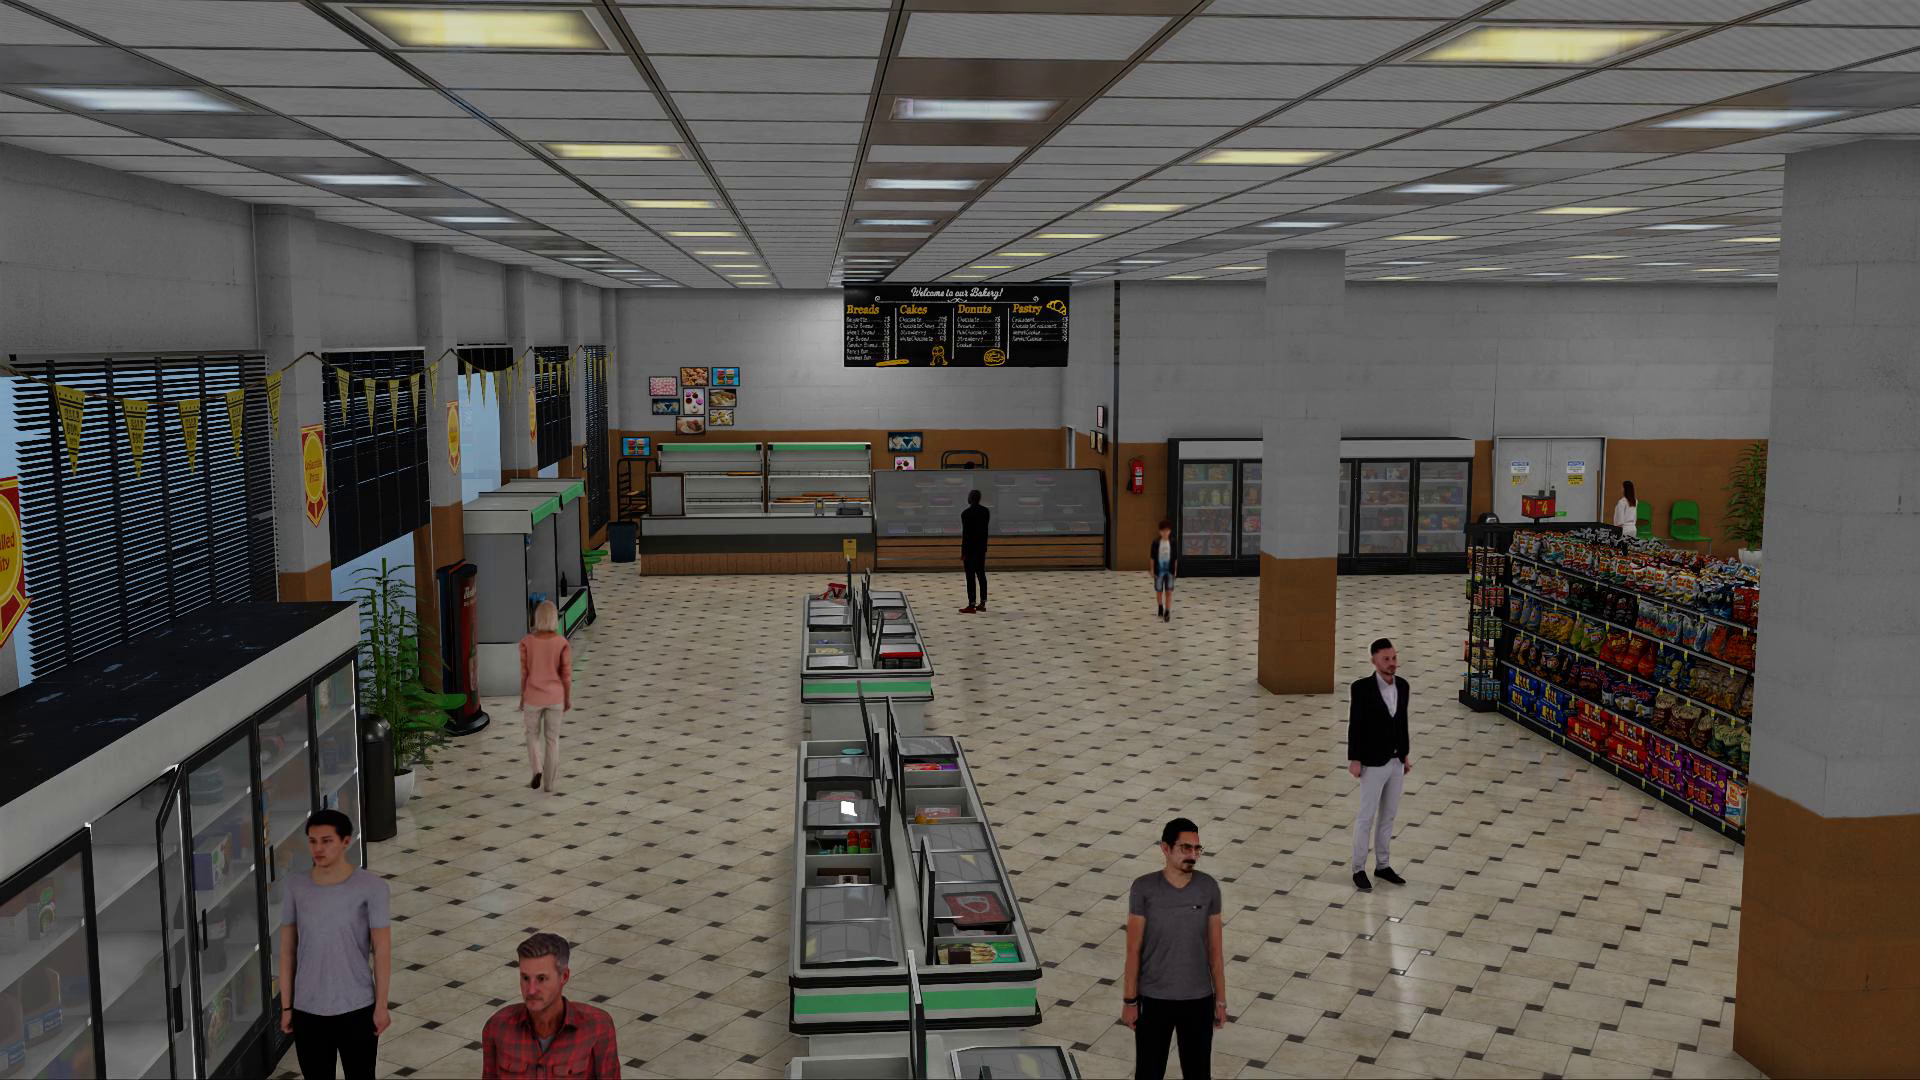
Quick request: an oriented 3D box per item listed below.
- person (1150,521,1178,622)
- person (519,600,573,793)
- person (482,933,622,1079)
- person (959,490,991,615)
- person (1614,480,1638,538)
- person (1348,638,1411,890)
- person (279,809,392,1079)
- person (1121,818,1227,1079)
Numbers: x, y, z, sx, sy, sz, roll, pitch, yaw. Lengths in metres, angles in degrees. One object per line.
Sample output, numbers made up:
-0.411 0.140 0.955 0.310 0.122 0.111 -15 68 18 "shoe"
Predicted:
2.912 0.448 23.759 0.631 1.410 1.032 0 7 3 "person"
-3.663 1.397 14.628 0.647 1.717 0.743 -1 7 -10 "person"
-1.530 2.353 6.245 0.703 1.830 0.554 0 7 -1 "person"
0.222 0.160 24.438 0.834 1.818 0.784 6 9 42 "person"
11.017 -0.146 27.516 0.686 1.688 0.692 -5 8 -35 "person"
3.093 1.623 12.236 0.713 1.843 0.646 -3 7 -22 "person"
-2.886 2.159 7.713 0.672 1.863 0.562 0 7 -1 "person"
1.028 2.185 7.966 0.649 1.752 0.555 0 7 1 "person"
